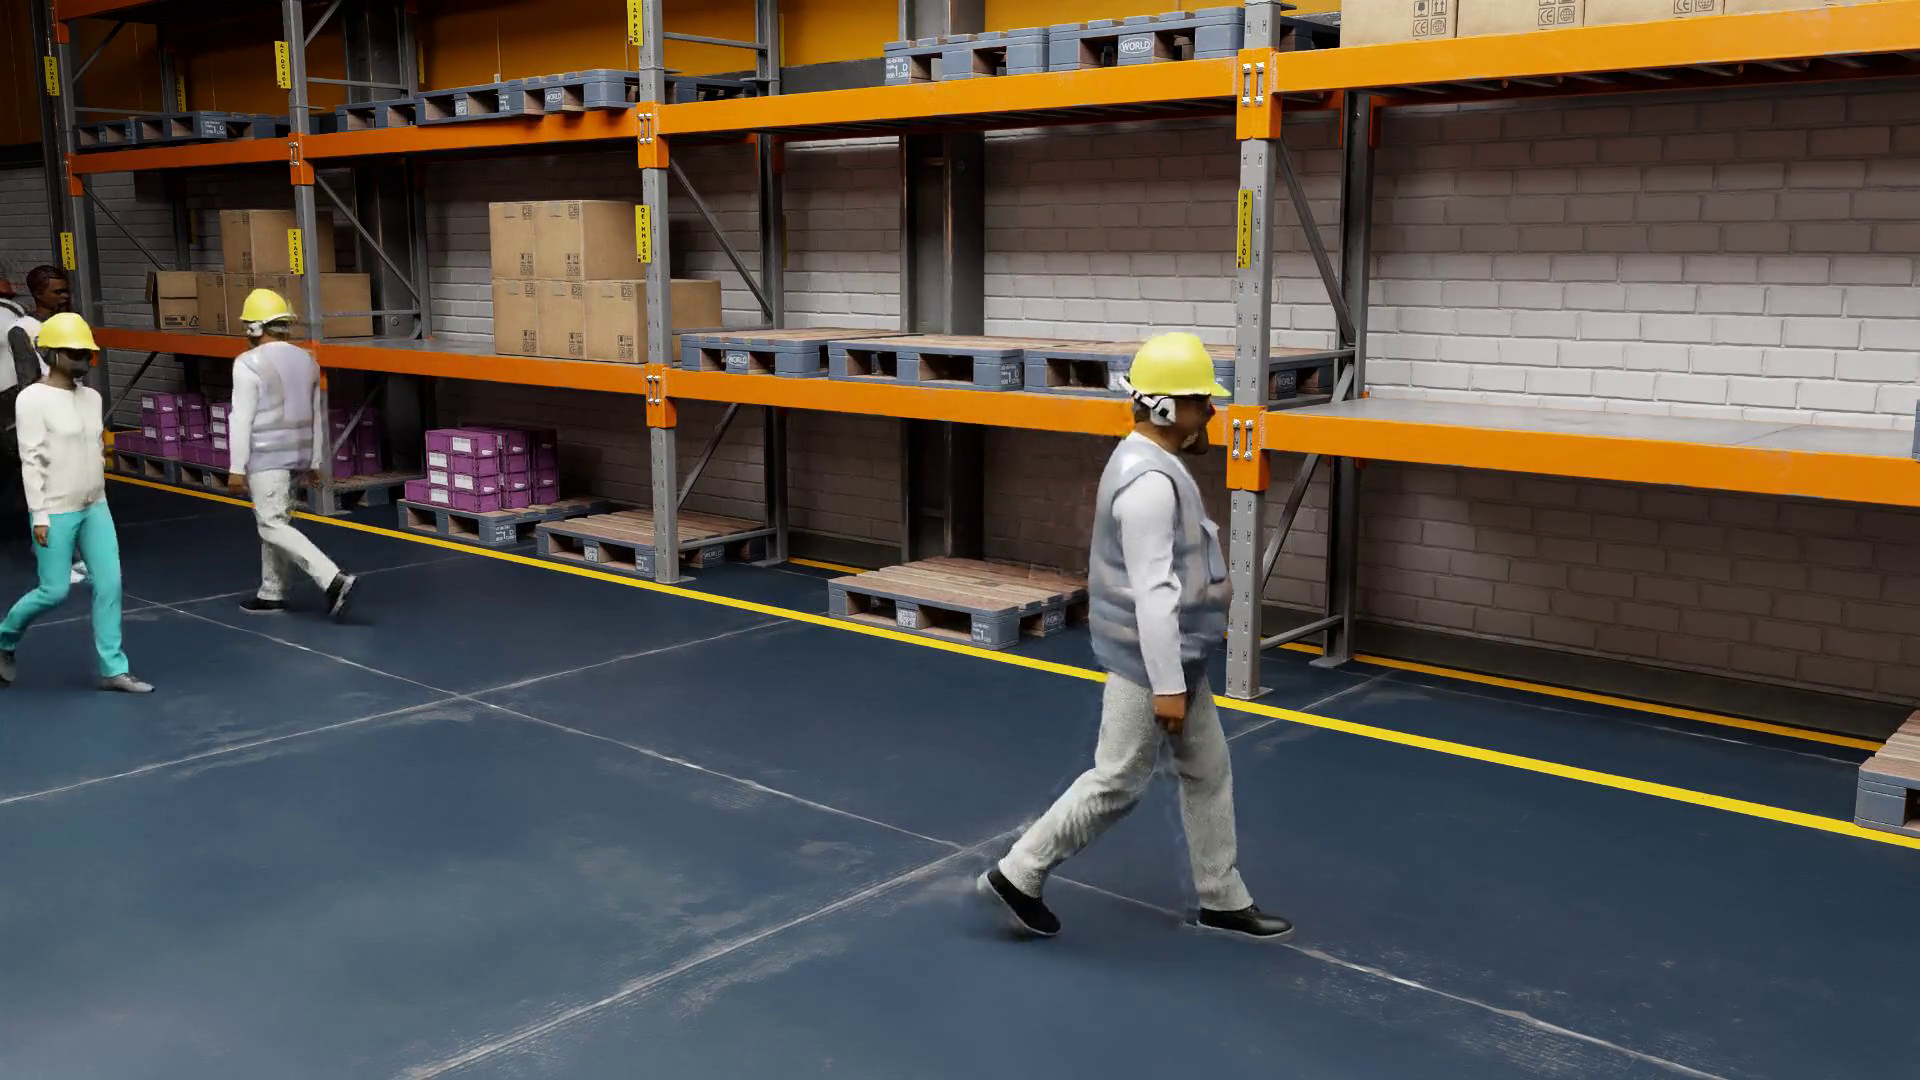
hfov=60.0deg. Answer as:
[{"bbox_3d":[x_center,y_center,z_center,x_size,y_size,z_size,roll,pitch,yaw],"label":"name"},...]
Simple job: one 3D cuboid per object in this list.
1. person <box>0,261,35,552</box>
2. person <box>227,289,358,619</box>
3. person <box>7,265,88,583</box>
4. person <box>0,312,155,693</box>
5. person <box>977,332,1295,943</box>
[{"bbox_3d":[-6.389,-0.919,11.011,1.040,2.000,0.693,-2,10,-13],"label":"person"},{"bbox_3d":[-3.634,-0.447,8.989,0.789,1.813,0.589,2,10,14],"label":"person"},{"bbox_3d":[-5.526,-0.708,10.160,0.393,1.919,0.589,0,10,0],"label":"person"},{"bbox_3d":[-4.067,-0.152,7.488,0.686,1.744,0.530,2,10,14],"label":"person"},{"bbox_3d":[0.505,0.301,4.772,0.879,1.800,0.592,2,10,11],"label":"person"}]
